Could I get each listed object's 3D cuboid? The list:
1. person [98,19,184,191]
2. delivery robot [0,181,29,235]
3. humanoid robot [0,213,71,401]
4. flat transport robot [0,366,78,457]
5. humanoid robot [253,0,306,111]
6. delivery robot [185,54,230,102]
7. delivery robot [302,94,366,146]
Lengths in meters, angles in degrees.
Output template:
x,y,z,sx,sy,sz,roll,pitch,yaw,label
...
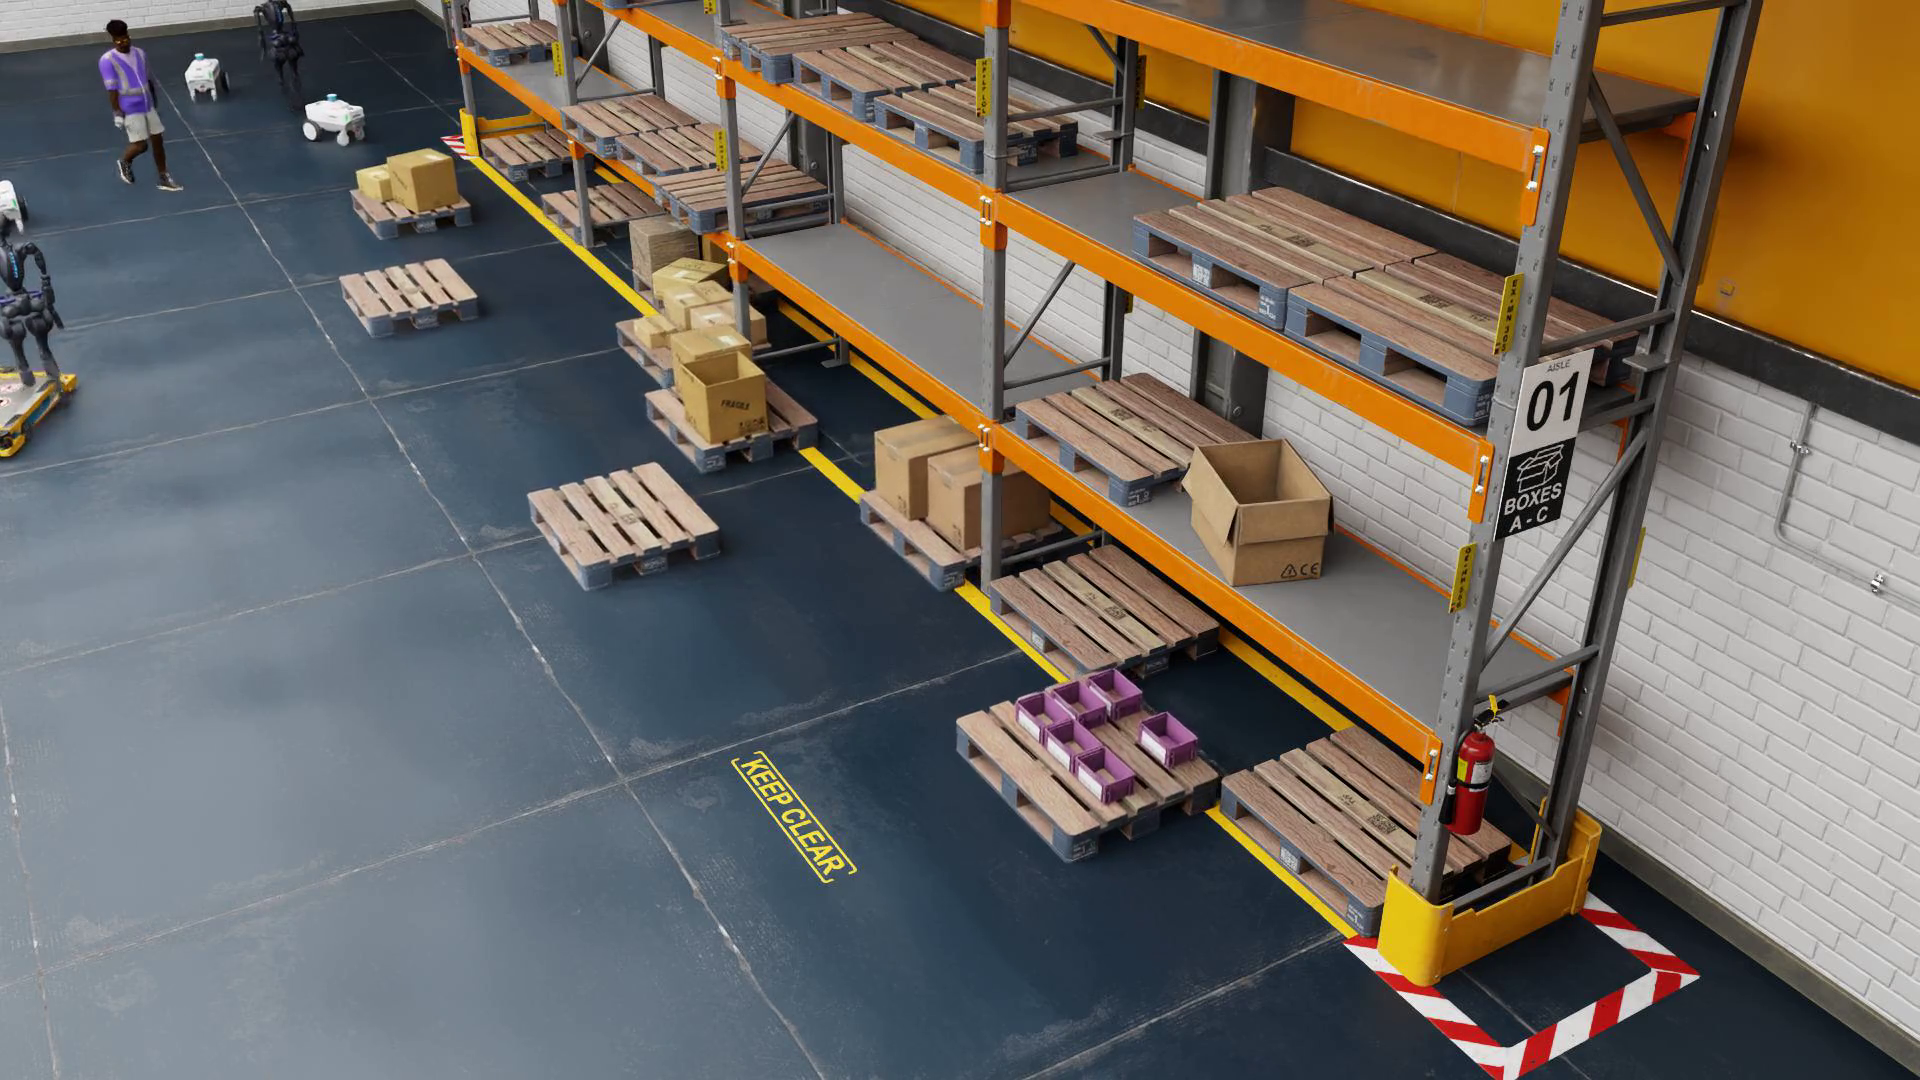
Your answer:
x,y,z,sx,sy,sz,roll,pitch,yaw,label
-9.170,-4.799,18.412,0.581,1.940,0.668,12,32,20,person
-10.175,-3.552,17.616,0.499,0.599,0.784,-16,33,-26,delivery robot
-7.594,-1.827,13.429,0.319,1.654,0.598,24,38,36,humanoid robot
-7.765,-1.041,13.469,0.659,0.231,1.431,-3,30,-5,flat transport robot
-8.749,-6.362,21.454,0.326,1.656,0.594,21,36,33,humanoid robot
-10.148,-6.221,22.343,0.499,0.613,0.796,-7,30,-12,delivery robot
-7.704,-5.196,20.501,0.740,0.581,0.513,14,32,23,delivery robot
